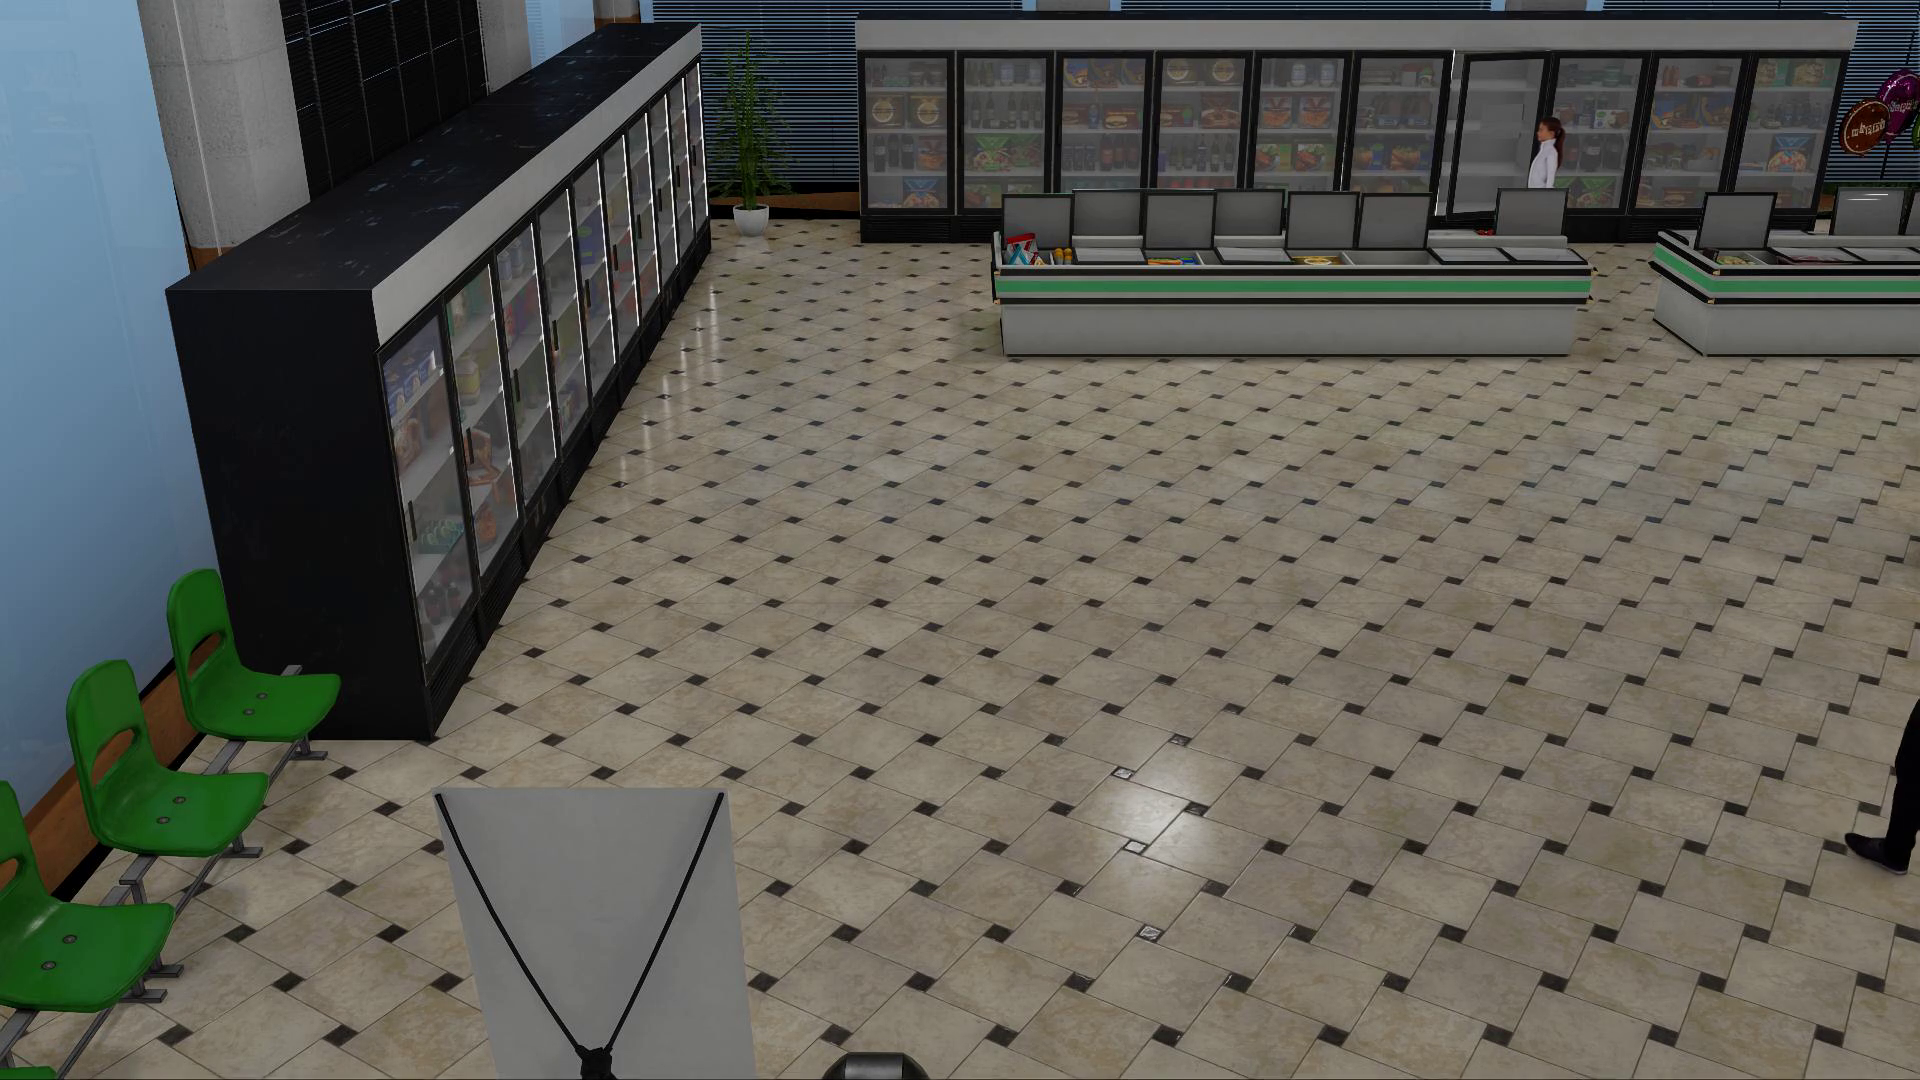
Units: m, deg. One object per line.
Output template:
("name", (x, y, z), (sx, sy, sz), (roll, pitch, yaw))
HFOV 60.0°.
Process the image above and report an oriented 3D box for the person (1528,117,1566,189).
("person", (5.704, -3.356, 16.292), (0.502, 1.557, 0.526), (0, 24, 0))
